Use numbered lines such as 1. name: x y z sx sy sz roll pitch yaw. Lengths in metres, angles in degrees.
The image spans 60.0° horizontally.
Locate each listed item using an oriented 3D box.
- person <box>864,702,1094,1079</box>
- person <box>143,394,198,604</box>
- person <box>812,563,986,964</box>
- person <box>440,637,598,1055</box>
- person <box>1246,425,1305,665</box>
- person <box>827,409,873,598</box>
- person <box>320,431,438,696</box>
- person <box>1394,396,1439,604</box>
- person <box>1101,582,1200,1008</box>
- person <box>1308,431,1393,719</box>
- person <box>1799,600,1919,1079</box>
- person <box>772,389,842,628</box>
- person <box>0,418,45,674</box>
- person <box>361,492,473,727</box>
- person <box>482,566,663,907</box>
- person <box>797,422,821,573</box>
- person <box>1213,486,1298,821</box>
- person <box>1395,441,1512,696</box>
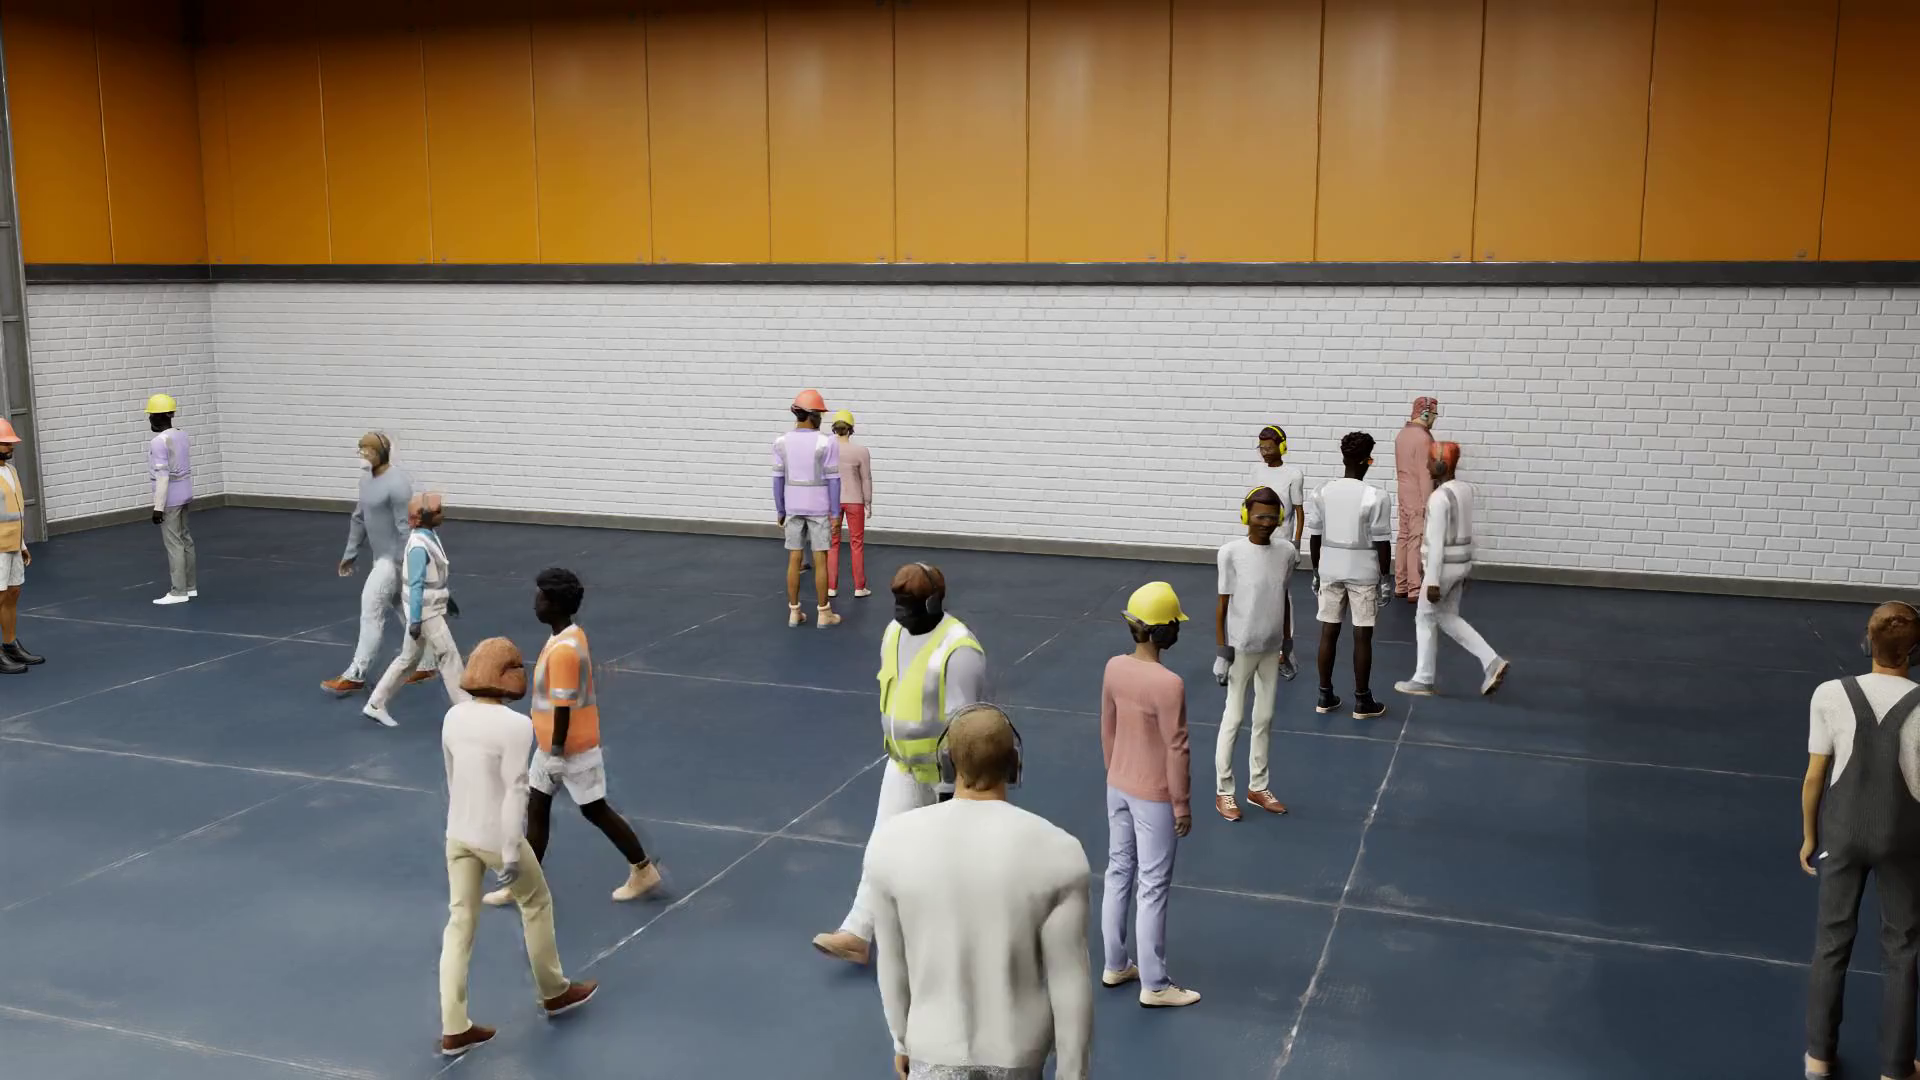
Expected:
1. person: 0.060 1.405 4.429 0.614 1.872 0.991 -1 9 -4
2. person: -7.242 -0.374 15.240 0.369 1.927 0.588 -1 9 -4
3. person: -0.170 0.979 7.281 0.998 1.782 0.635 -8 12 -40
4. person: -1.808 1.176 6.613 0.518 1.589 0.805 6 11 31
5. person: 2.412 0.039 12.876 0.326 1.863 0.532 -8 12 -41
6. person: -1.069 -0.333 15.489 0.524 1.768 0.312 1 9 7
7. person: -4.235 0.169 11.959 0.972 1.892 0.649 -6 11 -34
8. person: 4.224 -0.367 15.281 0.409 1.903 0.638 -1 9 -6
9. person: 0.786 1.047 6.918 0.321 1.769 0.523 -5 10 -29
10. person: 2.666 0.235 11.344 0.607 1.966 0.367 7 12 38
11. person: 3.385 1.133 6.143 0.515 1.843 0.326 7 12 38
12. person: -1.292 -0.264 14.211 0.609 2.040 0.395 3 10 18
13. person: -7.255 0.040 12.638 0.360 1.939 0.543 -1 9 -3
14. person: -3.570 0.473 11.000 0.856 1.601 0.524 -2 9 -15
15. person: -1.840 0.944 7.911 0.850 1.654 0.536 -2 9 -15
16. person: -1.503 -0.497 16.943 0.531 1.607 0.645 3 10 17
17. person: 1.651 0.622 9.257 0.526 1.865 0.315 -4 10 -23
18. person: 3.492 0.225 11.735 0.736 1.862 0.594 8 12 39
